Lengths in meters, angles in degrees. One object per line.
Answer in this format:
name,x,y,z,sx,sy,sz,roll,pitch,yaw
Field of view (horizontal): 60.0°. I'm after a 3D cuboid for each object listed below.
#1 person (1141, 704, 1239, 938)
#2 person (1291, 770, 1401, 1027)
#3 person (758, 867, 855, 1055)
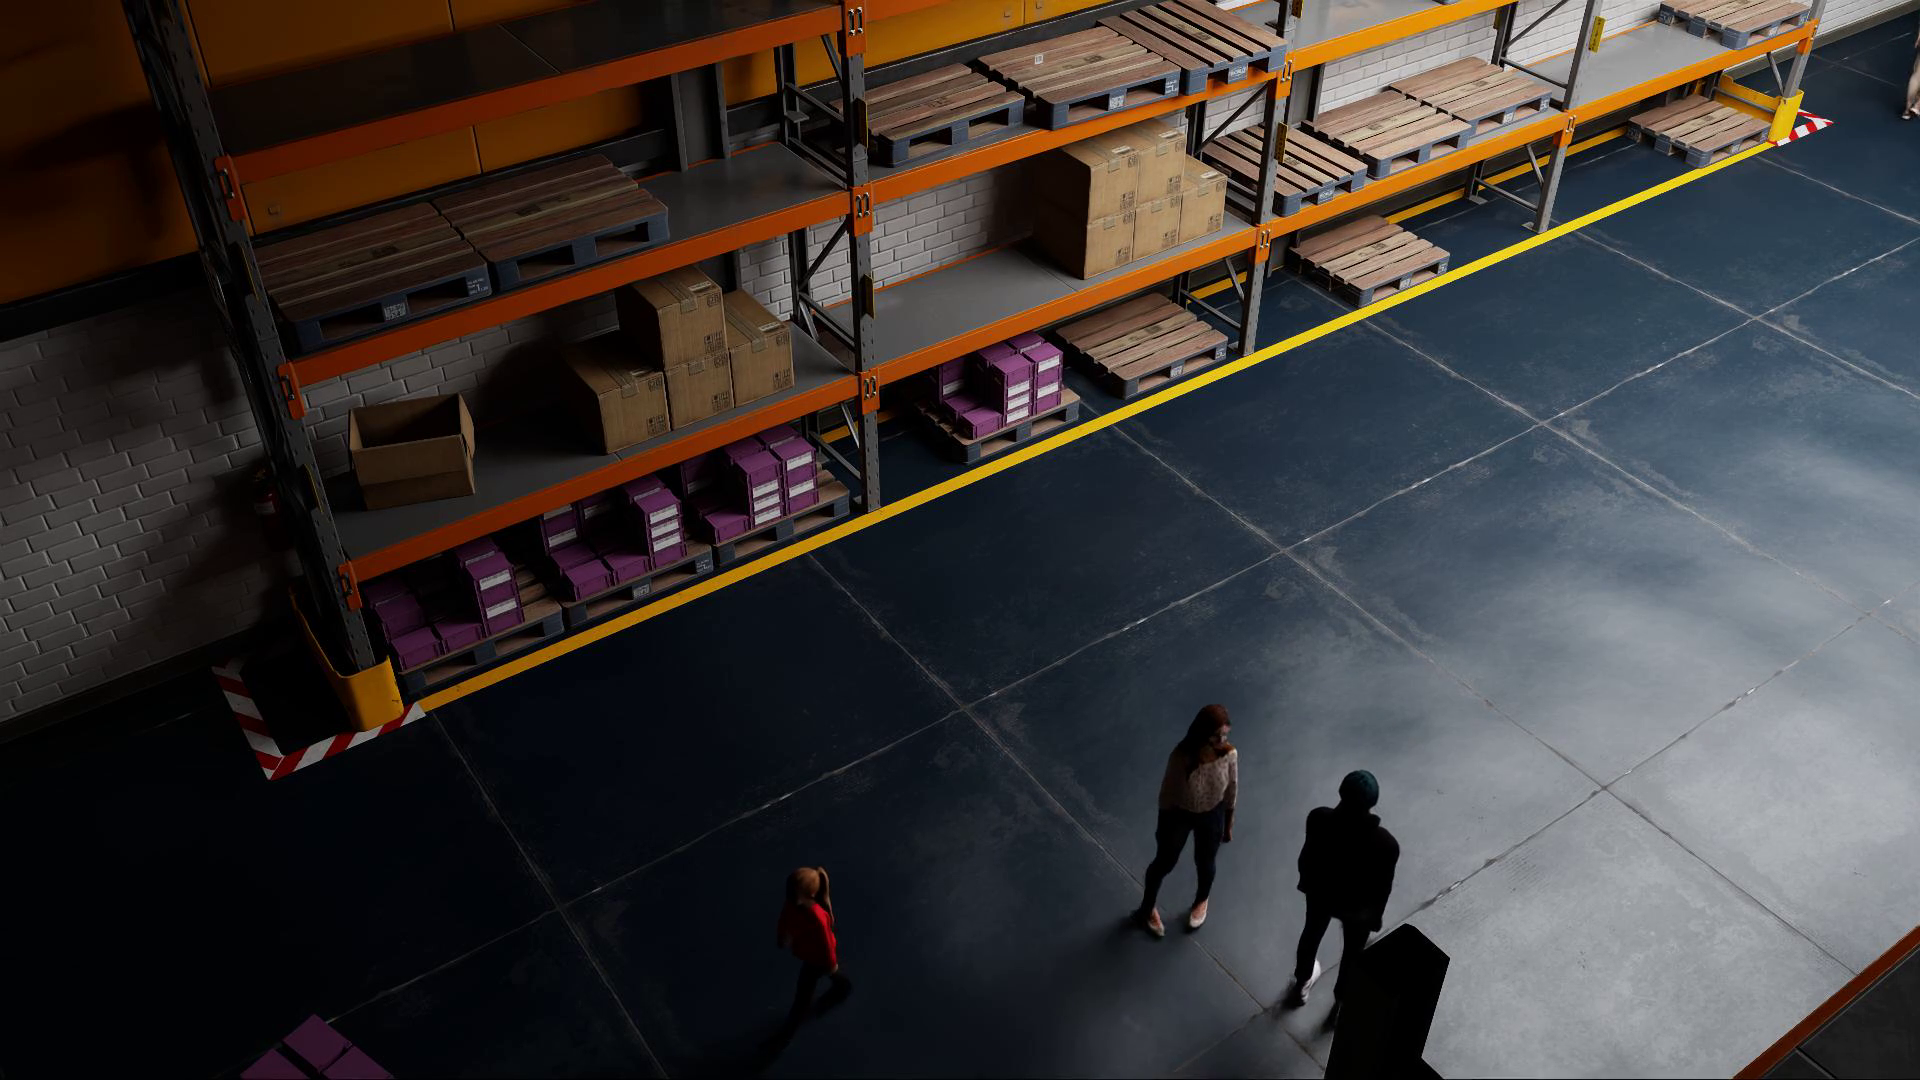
person,1.360,1.569,9.535,0.648,1.715,0.765,-1,39,-1
person,2.064,1.933,8.996,0.759,1.819,0.730,22,44,25
person,-0.763,2.213,9.102,0.902,1.249,0.532,-26,45,-28
